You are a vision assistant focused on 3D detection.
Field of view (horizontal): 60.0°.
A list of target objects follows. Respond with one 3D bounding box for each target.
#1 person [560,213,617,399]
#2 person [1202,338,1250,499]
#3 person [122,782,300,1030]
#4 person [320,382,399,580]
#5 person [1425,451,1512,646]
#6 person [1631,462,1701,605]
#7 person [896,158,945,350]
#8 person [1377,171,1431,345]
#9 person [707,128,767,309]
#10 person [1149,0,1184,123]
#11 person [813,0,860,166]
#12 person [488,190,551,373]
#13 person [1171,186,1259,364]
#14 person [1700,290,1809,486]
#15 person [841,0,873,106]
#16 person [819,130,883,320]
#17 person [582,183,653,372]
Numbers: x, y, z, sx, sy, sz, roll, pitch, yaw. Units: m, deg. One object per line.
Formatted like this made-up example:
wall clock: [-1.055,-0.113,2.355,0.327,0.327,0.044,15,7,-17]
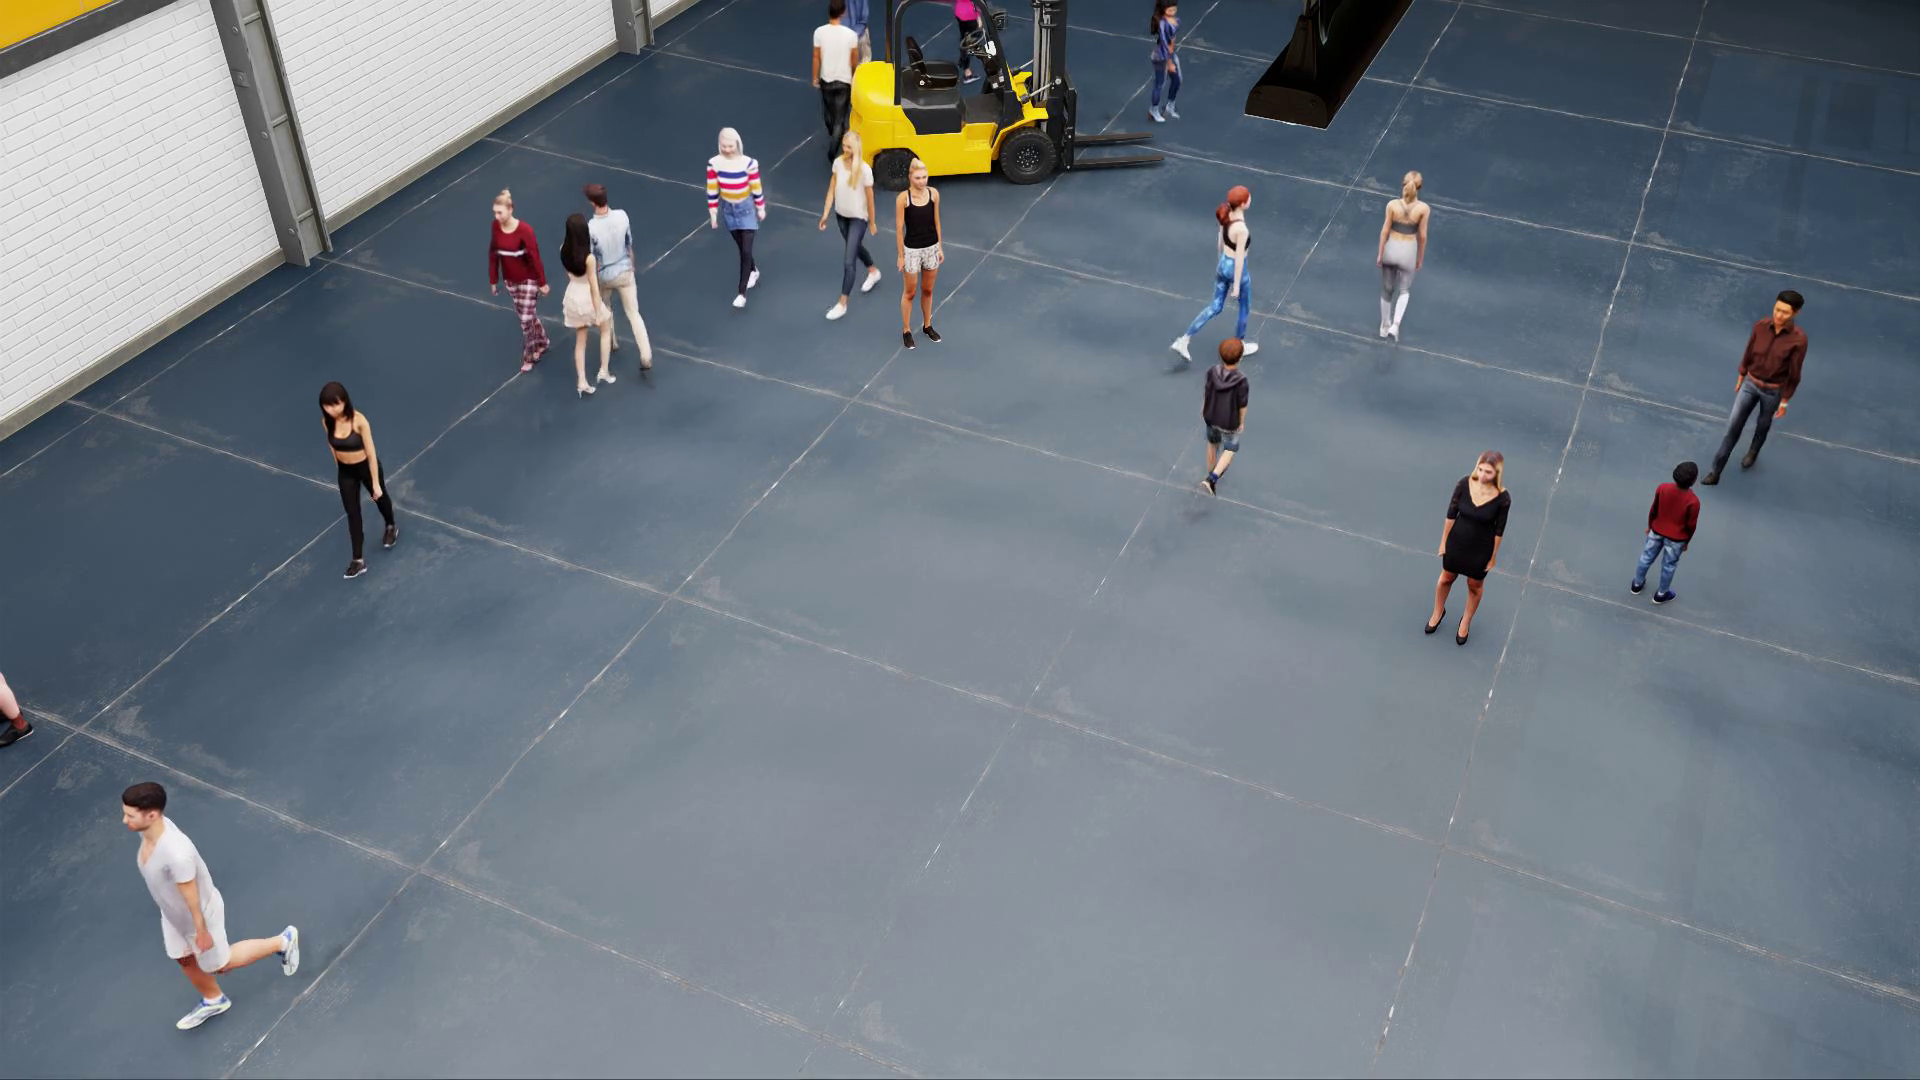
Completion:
person: [-3.350,-1.998,14.528,0.606,1.714,0.663,20,43,23]
person: [2.103,-0.967,13.461,0.603,1.436,0.796,22,44,25]
person: [-4.264,2.025,9.395,0.858,1.835,1.092,29,47,31]
person: [-4.585,-0.571,12.824,0.793,1.612,1.086,3,39,4]
person: [3.683,0.051,11.994,0.572,1.675,0.494,21,43,24]
person: [5.322,-0.069,12.480,0.584,1.256,0.568,-31,48,-33]
person: [-0.370,-2.659,15.252,0.671,1.845,0.752,-16,41,-19]
person: [4.018,-2.550,15.236,0.620,1.694,0.864,11,40,14]
person: [-2.091,-3.166,15.955,0.844,1.759,1.146,6,39,8]
person: [2.268,-5.519,19.020,0.705,1.612,0.577,17,42,20]
person: [-1.367,-4.983,18.246,0.854,1.750,1.194,3,39,4]
person: [-3.929,-2.394,15.049,0.673,1.684,0.775,14,41,17]
person: [2.350,-2.335,14.923,1.155,1.759,1.049,-16,41,-19]
person: [6.612,-1.255,13.584,1.213,1.732,0.931,-31,48,-33]
person: [-1.285,-5.869,19.402,0.635,1.691,0.624,14,41,16]
person: [-0.971,-3.071,15.831,0.805,1.765,1.212,26,45,29]
person: [-3.055,-2.311,14.846,1.206,1.807,1.147,-17,42,-20]
